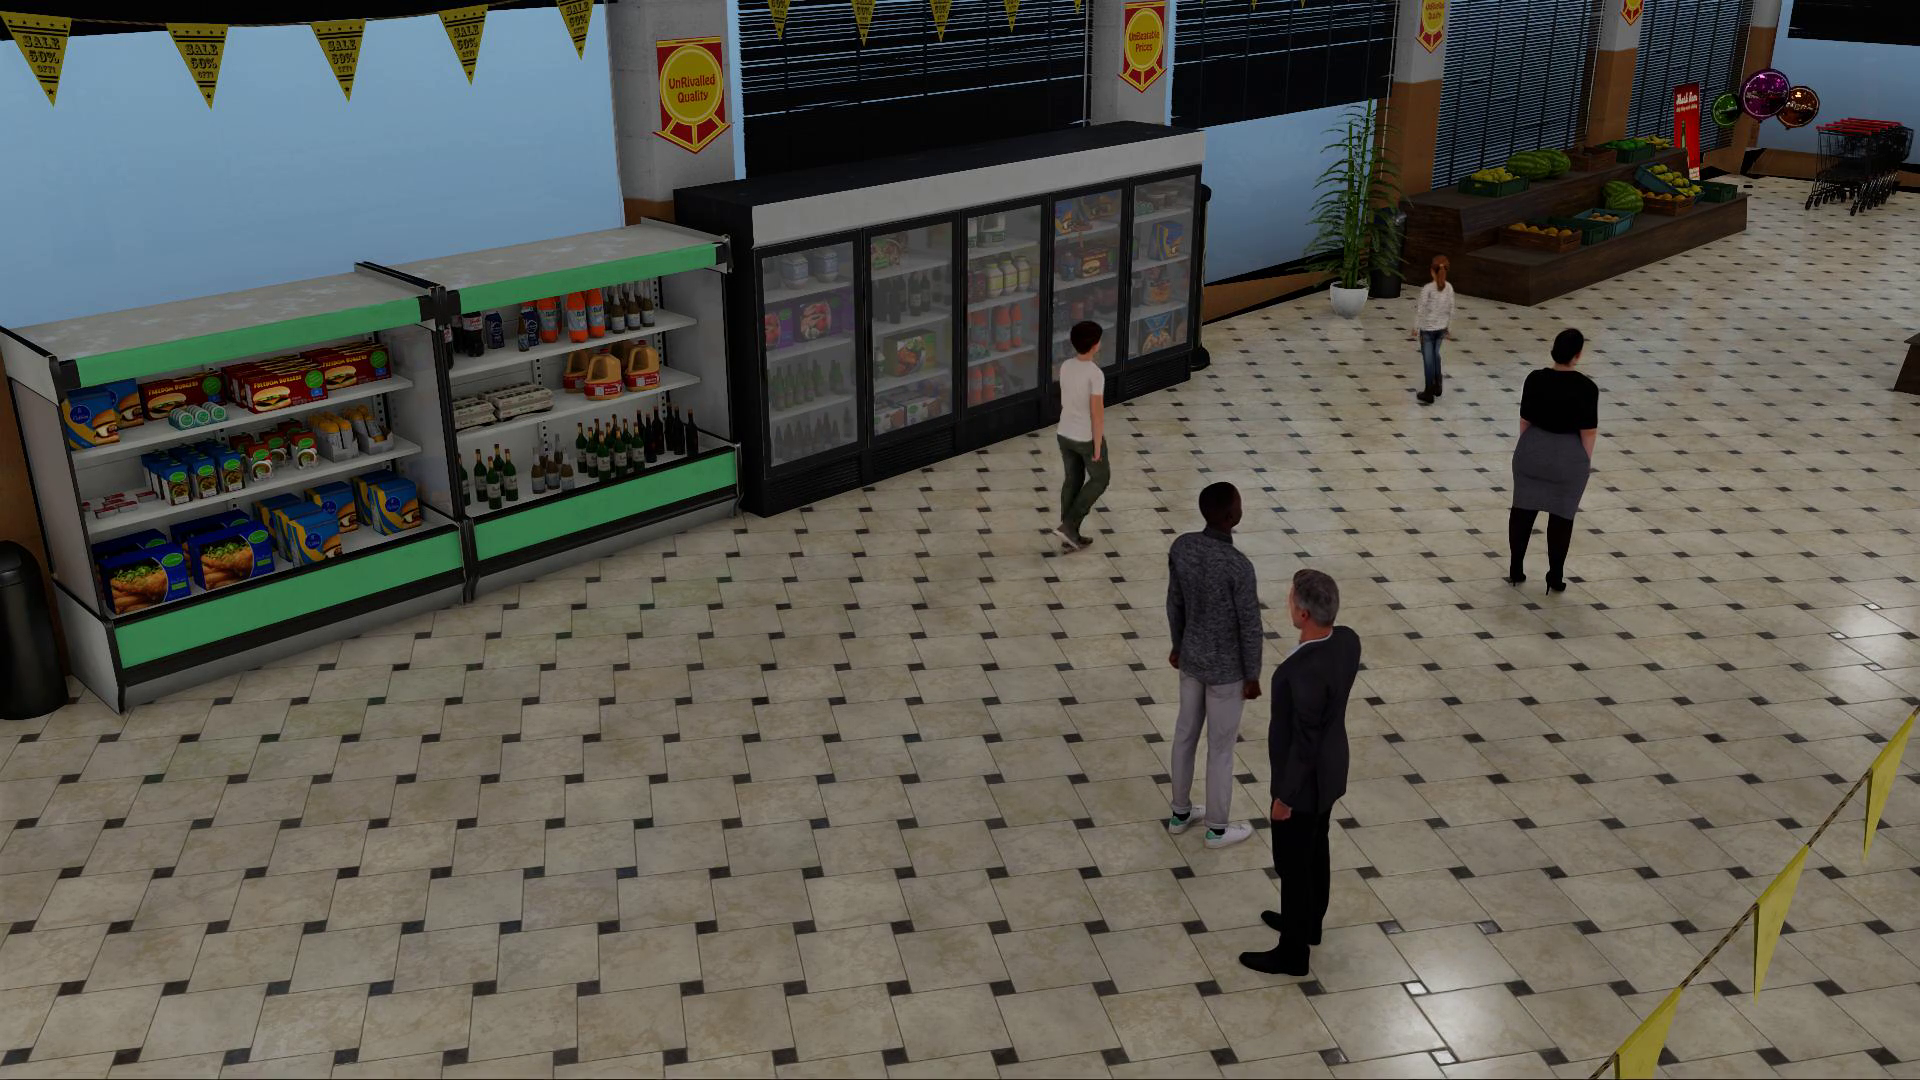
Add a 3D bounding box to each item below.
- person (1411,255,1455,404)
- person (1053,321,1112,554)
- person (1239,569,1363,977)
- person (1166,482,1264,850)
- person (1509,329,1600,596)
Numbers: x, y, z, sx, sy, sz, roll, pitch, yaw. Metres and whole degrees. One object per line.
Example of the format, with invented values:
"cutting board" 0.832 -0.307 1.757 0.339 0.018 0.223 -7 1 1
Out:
"person" 4.218 -1.841 14.700 0.567 1.308 0.638 -6 23 -15
"person" 0.766 -0.664 11.325 0.567 1.641 0.680 20 30 41
"person" 1.453 0.971 6.994 0.847 1.835 0.662 11 24 26
"person" 1.190 0.594 7.930 0.556 1.838 0.697 -18 28 -37
"person" 3.834 -0.508 10.777 0.670 1.760 0.618 18 28 38
